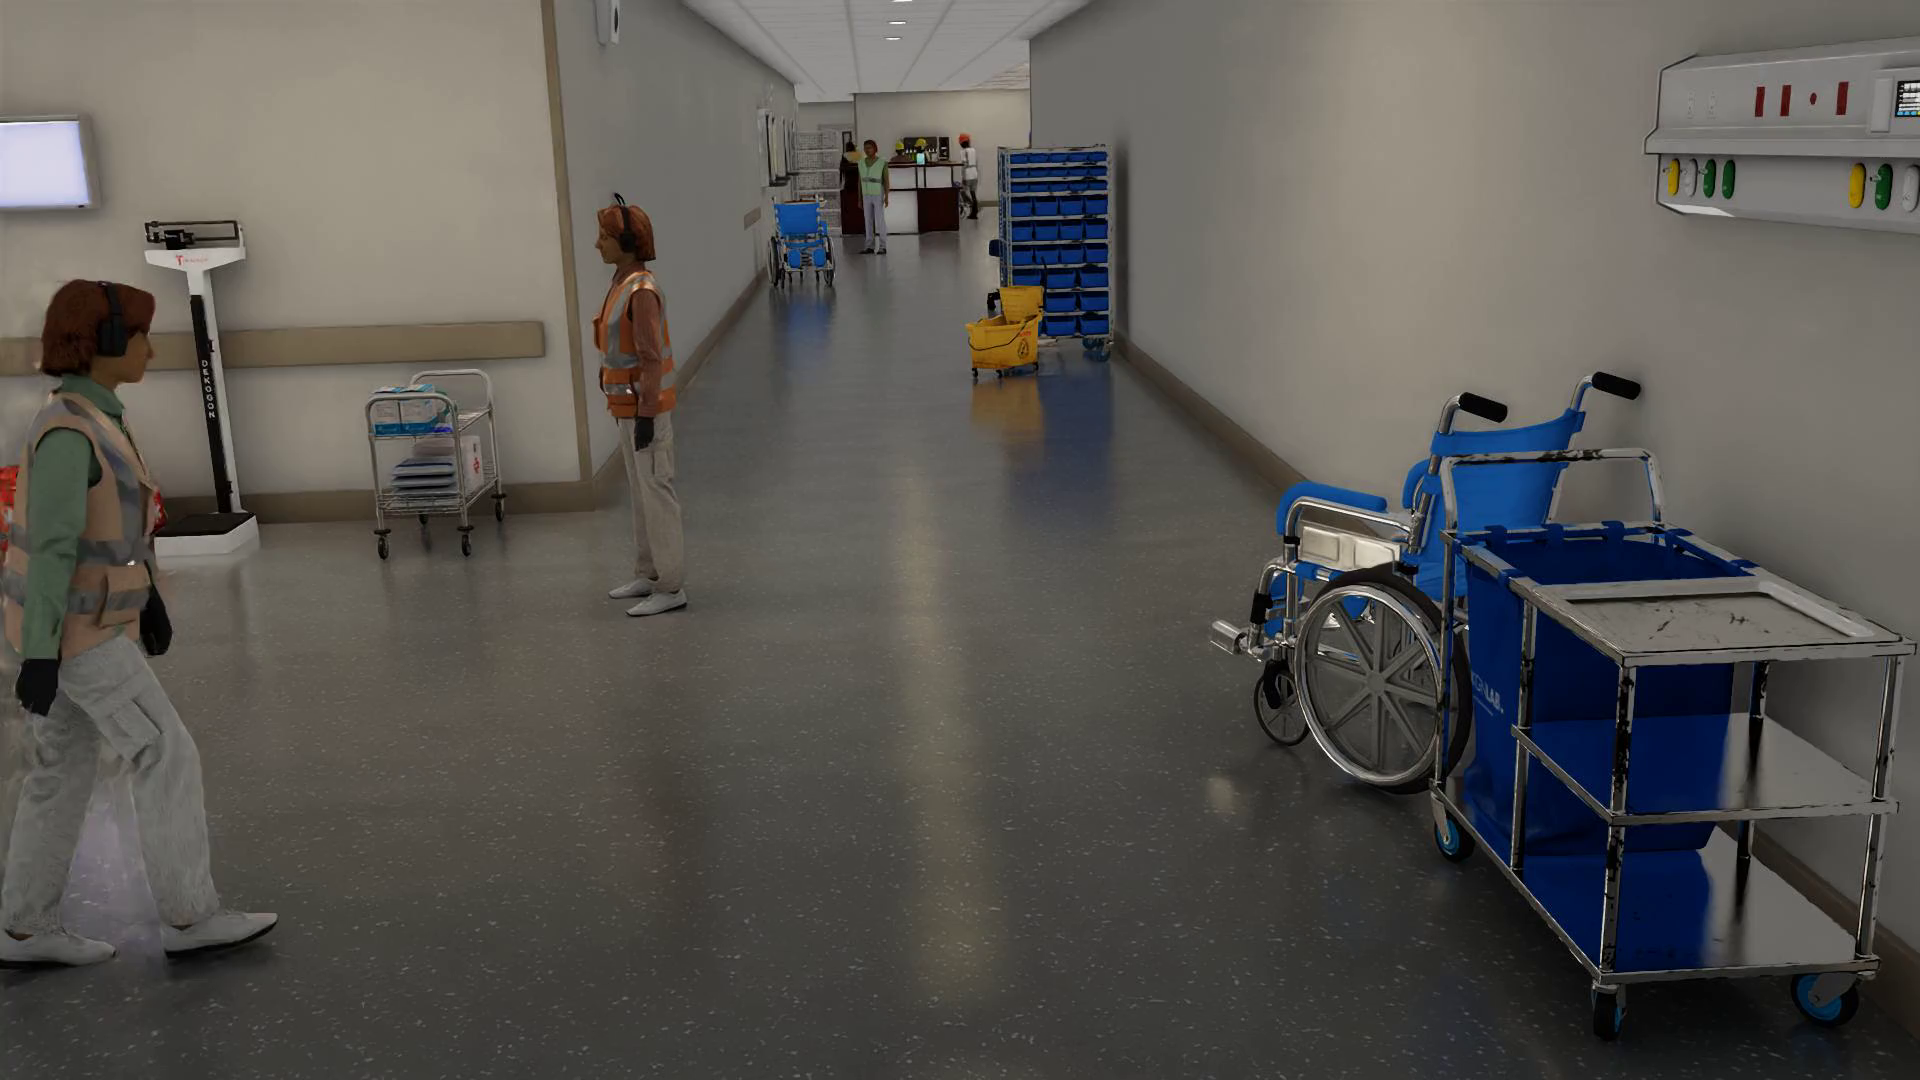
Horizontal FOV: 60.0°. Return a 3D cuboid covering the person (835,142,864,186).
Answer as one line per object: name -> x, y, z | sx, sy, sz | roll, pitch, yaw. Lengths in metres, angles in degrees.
person -> -2.552, -8.351, 38.729 | 0.651, 1.782, 0.964 | -14, 18, -41

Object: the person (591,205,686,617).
person -> -1.292, -0.518, 6.703 | 0.308, 1.640, 0.510 | -7, 15, -22

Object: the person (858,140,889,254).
person -> -1.406, -5.603, 27.191 | 0.575, 1.841, 0.374 | 6, 16, 28

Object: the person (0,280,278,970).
person -> -1.970, 0.218, 3.825 | 0.720, 1.601, 0.533 | -8, 15, -24

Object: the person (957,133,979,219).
person -> 0.214, -8.184, 37.466 | 0.585, 1.914, 0.463 | -14, 18, -42

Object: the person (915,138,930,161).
person -> -0.873, -8.562, 39.344 | 0.403, 1.827, 0.591 | -3, 14, -6

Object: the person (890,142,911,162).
person -> -1.367, -8.329, 38.575 | 0.522, 1.758, 0.349 | 3, 14, 17
